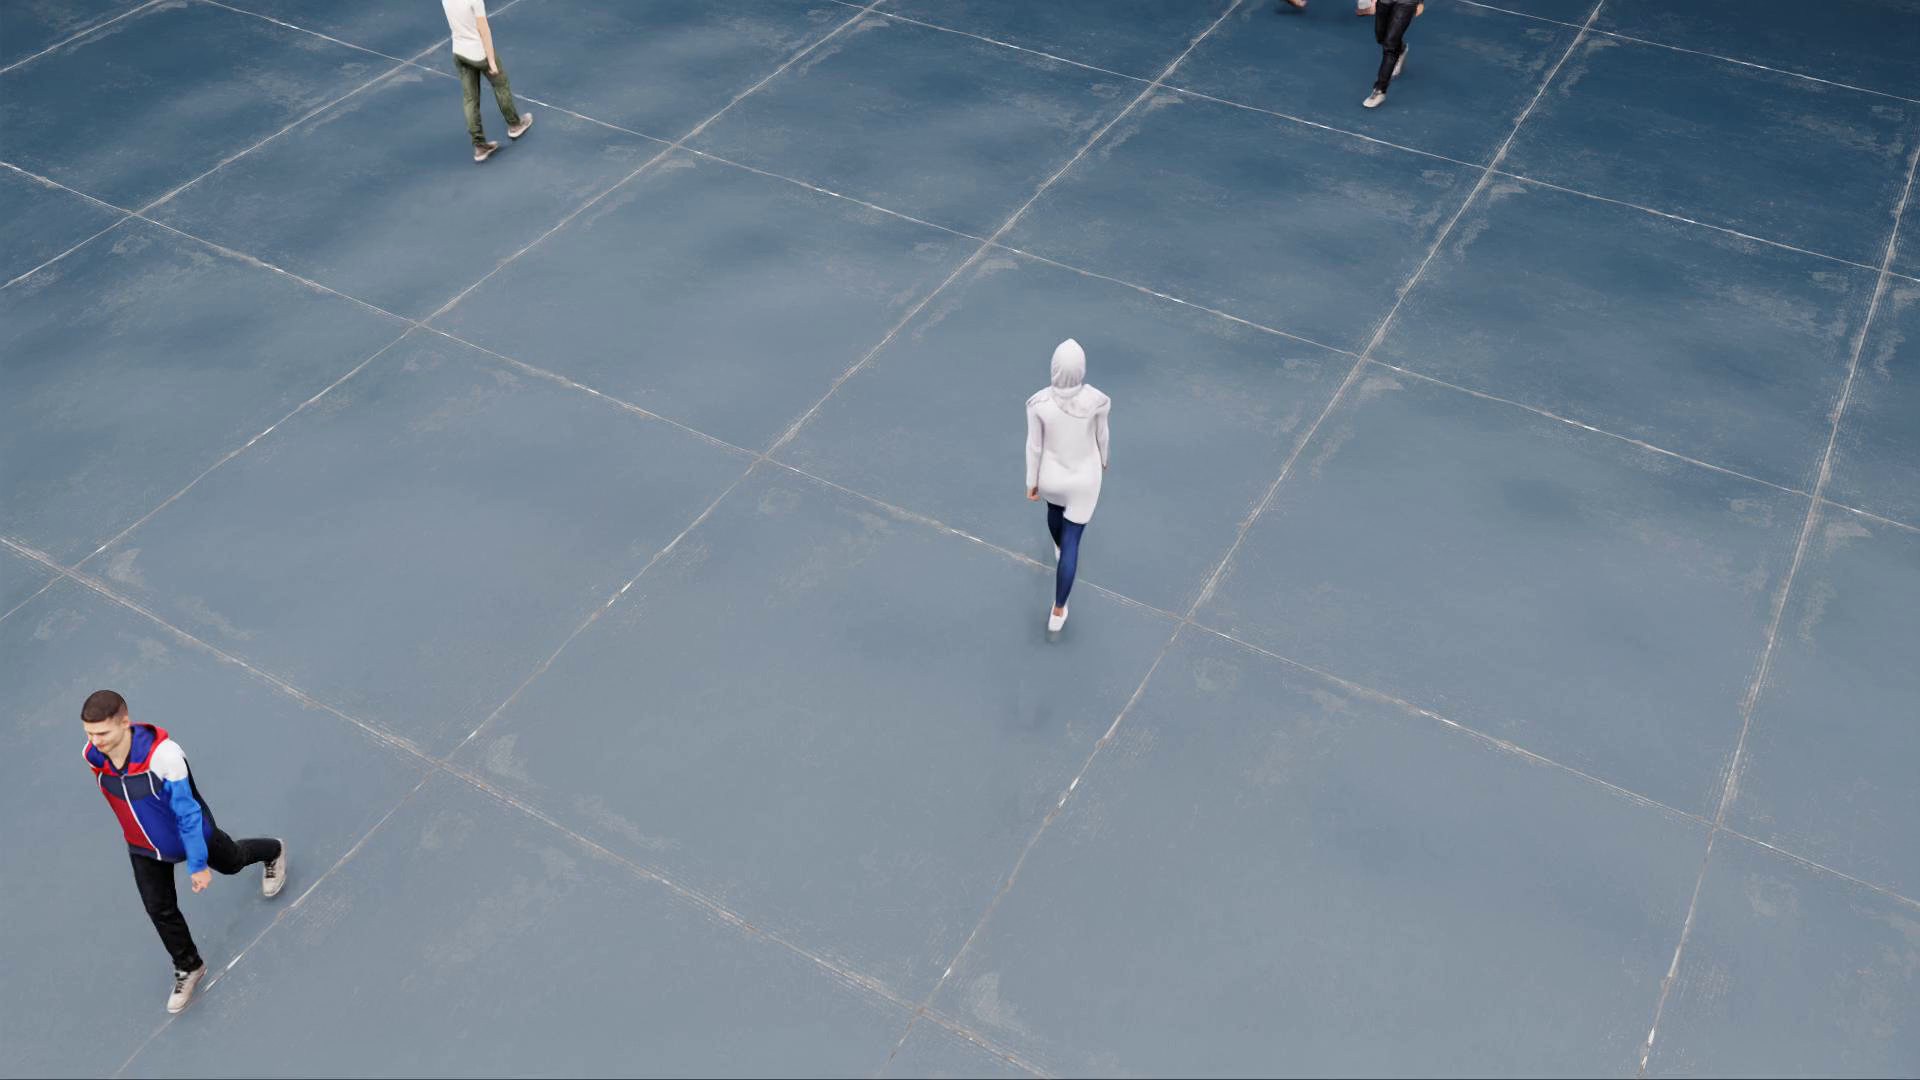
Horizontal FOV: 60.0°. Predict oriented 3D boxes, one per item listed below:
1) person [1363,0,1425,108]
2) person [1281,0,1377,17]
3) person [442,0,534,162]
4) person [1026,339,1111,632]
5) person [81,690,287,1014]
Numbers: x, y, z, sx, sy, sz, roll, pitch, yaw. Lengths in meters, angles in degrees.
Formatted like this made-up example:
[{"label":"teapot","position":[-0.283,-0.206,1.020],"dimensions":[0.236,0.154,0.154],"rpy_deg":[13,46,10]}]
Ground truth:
[{"label":"person","position":[3.716,-4.576,13.973],"dimensions":[0.740,1.737,1.100],"rpy_deg":[29,50,28]},{"label":"person","position":[3.384,-5.631,15.057],"dimensions":[1.113,1.841,1.313],"rpy_deg":[2,42,3]},{"label":"person","position":[-3.894,-3.796,13.192],"dimensions":[0.713,1.631,0.988],"rpy_deg":[14,44,15]},{"label":"person","position":[0.599,-0.269,9.234],"dimensions":[0.865,1.732,1.213],"rpy_deg":[7,43,7]},{"label":"person","position":[-3.518,1.260,7.559],"dimensions":[0.950,1.721,1.262],"rpy_deg":[5,43,6]}]
